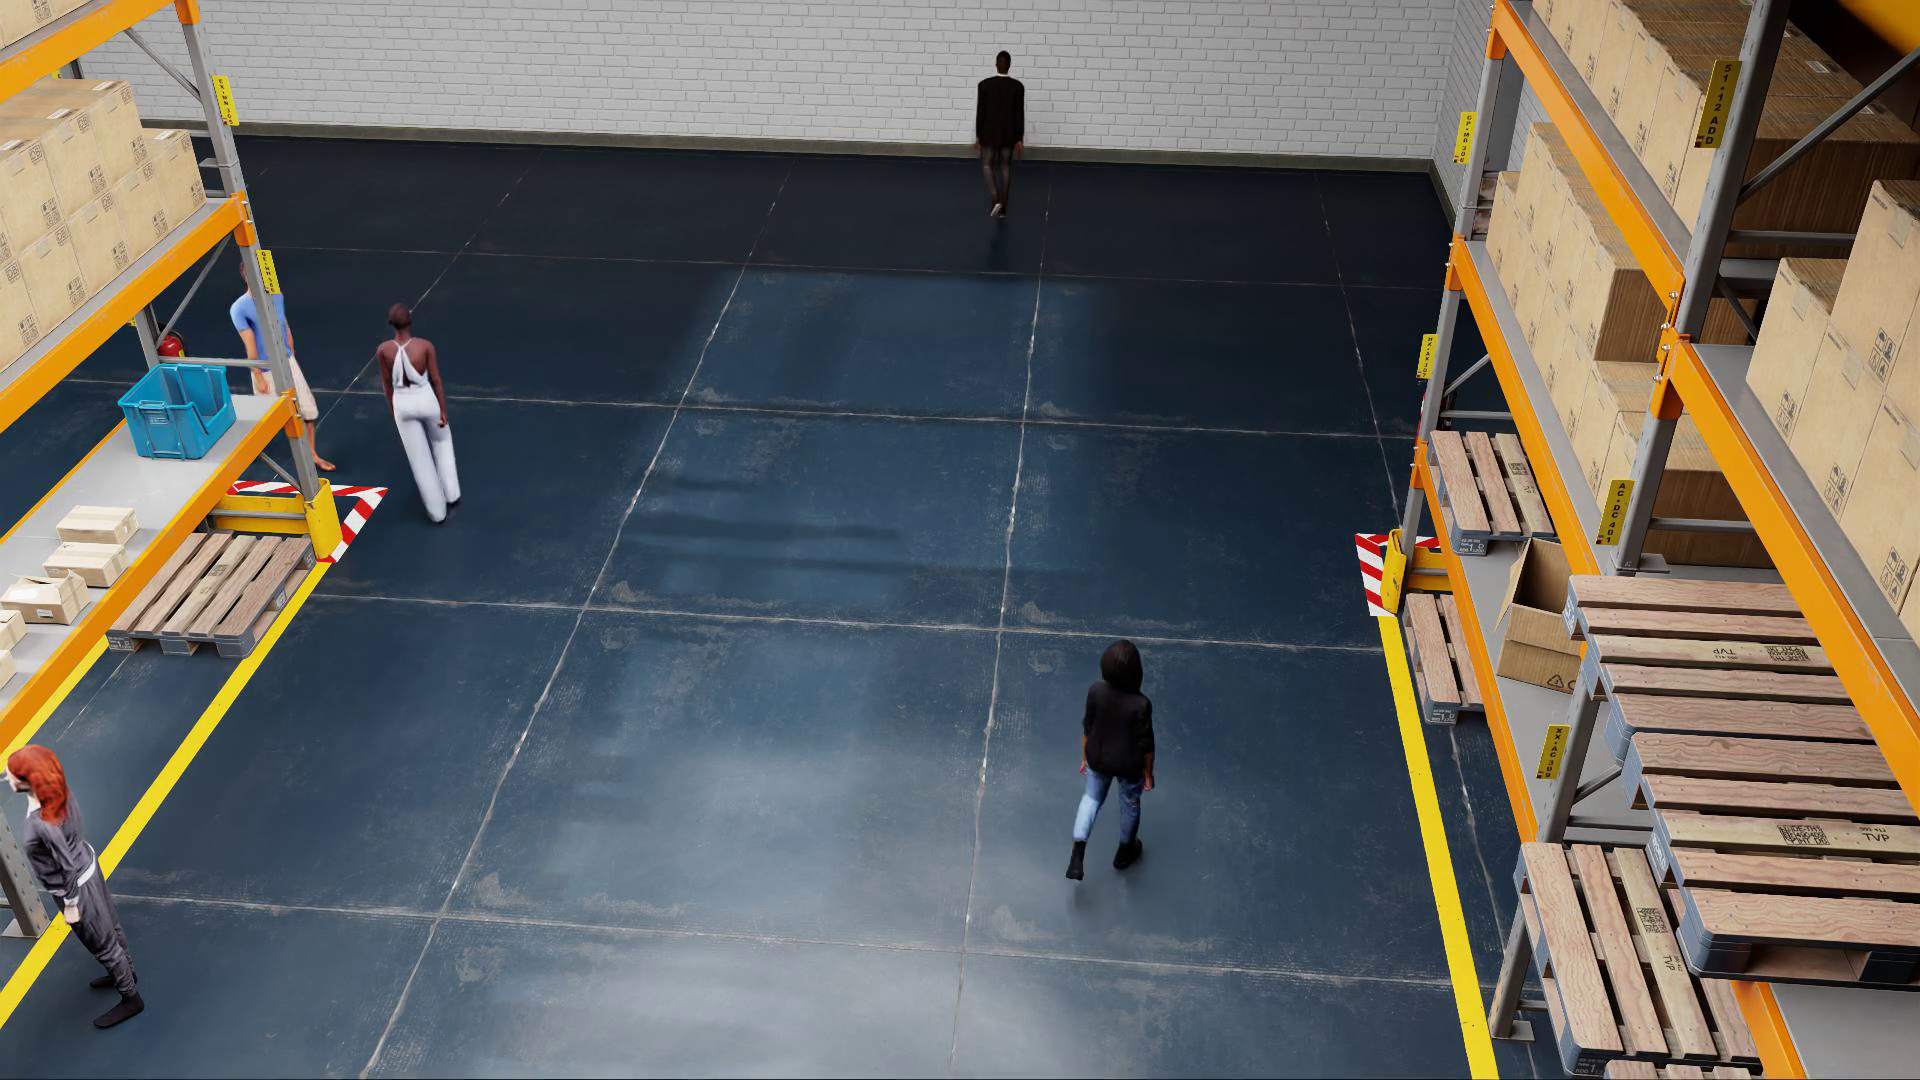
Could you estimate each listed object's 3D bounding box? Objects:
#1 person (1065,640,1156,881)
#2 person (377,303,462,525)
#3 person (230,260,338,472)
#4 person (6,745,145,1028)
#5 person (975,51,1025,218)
[{"bbox_3d":[0.846,1.285,9.248,0.790,1.688,0.985,16,37,22],"label":"person"},{"bbox_3d":[-4.059,-0.888,12.444,0.697,1.769,0.770,-10,35,-14],"label":"person"},{"bbox_3d":[-5.477,-1.370,13.103,0.978,1.841,1.082,17,37,24],"label":"person"},{"bbox_3d":[-4.506,1.743,8.475,0.713,1.780,0.605,-15,37,-22],"label":"person"},{"bbox_3d":[0.415,-4.180,17.380,0.755,1.787,0.898,-2,34,-3],"label":"person"}]
